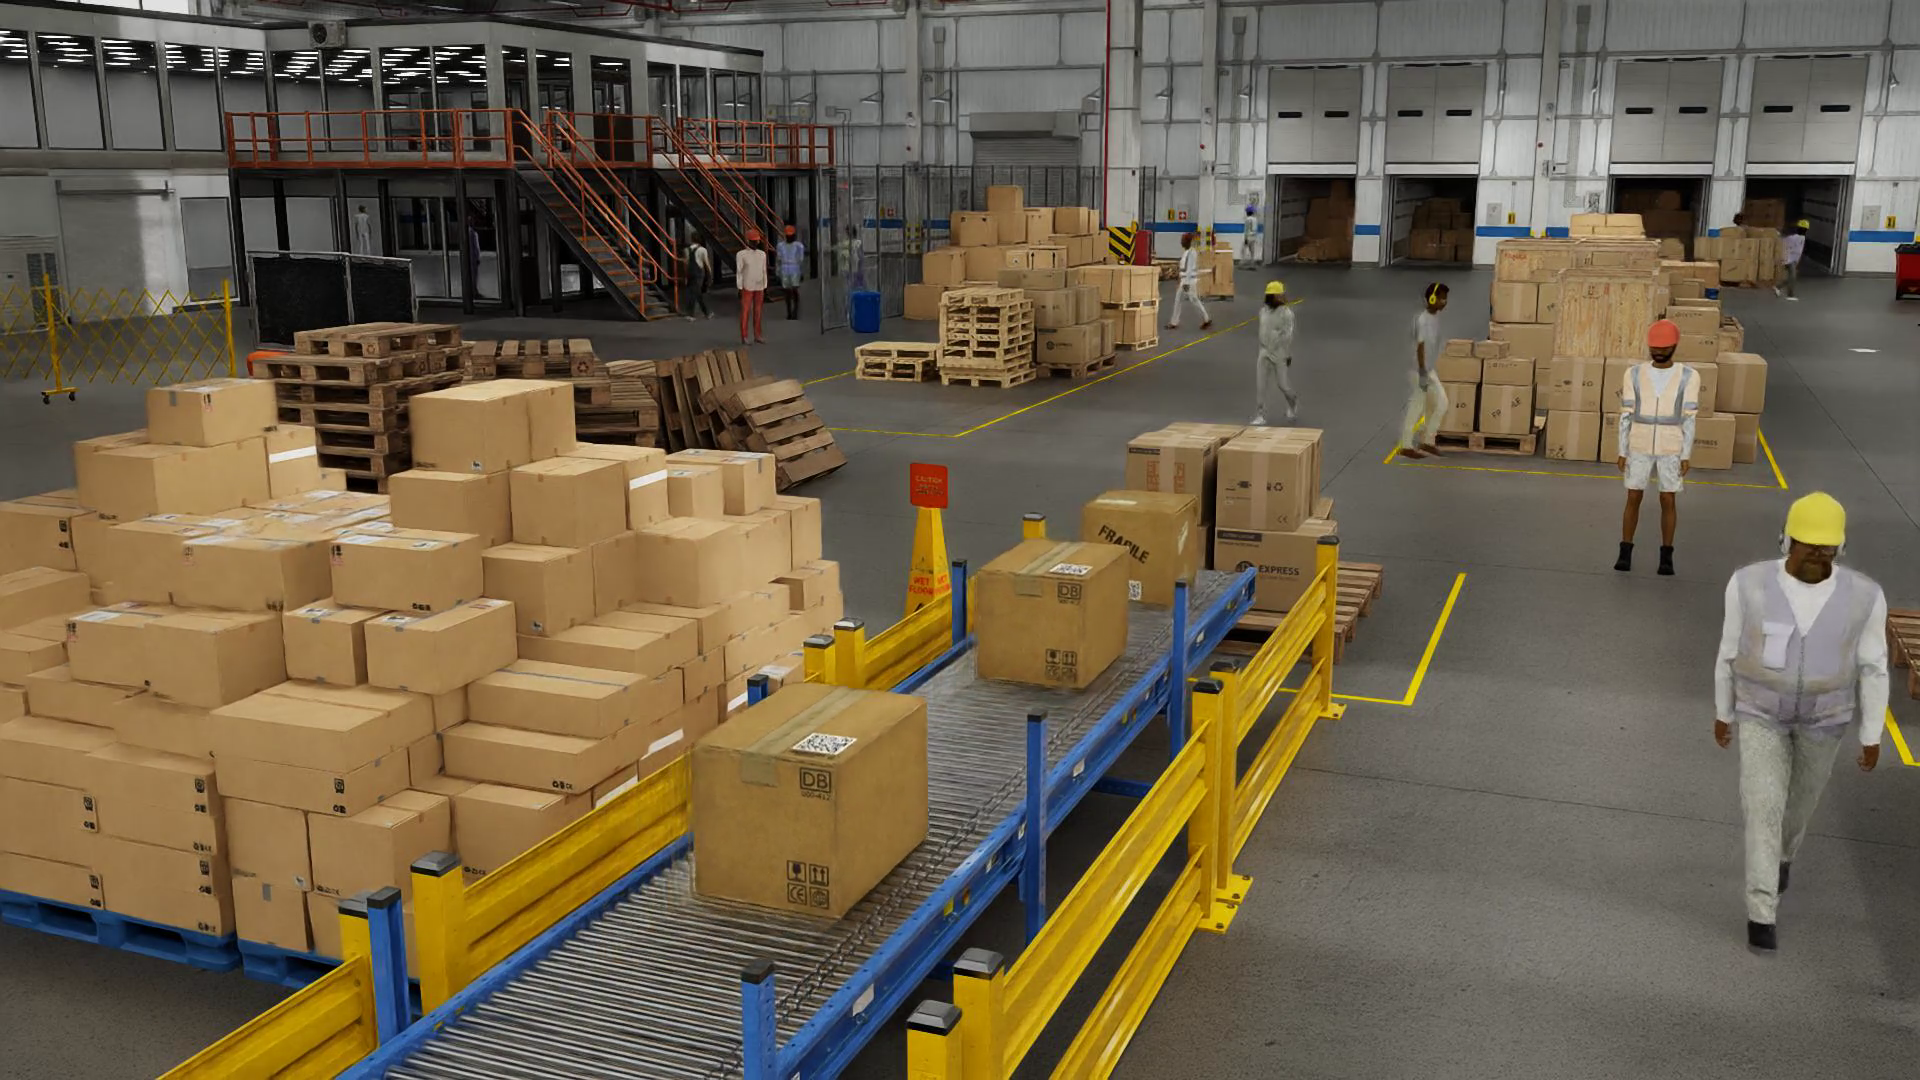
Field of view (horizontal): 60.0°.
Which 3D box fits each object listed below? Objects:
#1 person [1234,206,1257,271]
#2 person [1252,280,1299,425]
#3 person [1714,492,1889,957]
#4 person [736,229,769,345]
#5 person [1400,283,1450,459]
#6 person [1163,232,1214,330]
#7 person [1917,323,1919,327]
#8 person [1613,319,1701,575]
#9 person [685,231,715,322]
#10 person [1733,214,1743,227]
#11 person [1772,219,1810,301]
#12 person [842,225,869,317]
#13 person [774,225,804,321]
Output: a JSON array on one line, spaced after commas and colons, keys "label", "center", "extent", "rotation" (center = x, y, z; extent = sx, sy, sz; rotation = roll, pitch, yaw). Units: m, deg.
[{"label": "person", "center": [8.613, -9.060, 49.976], "extent": [0.790, 1.918, 0.656], "rotation": [11, 16, 39]}, {"label": "person", "center": [3.799, -2.253, 19.924], "extent": [0.491, 1.721, 0.741], "rotation": [11, 17, 41]}, {"label": "person", "center": [3.346, 0.670, 6.654], "extent": [0.606, 1.793, 0.922], "rotation": [5, 13, 21]}, {"label": "person", "center": [-3.583, -4.377, 28.822], "extent": [0.621, 1.992, 0.397], "rotation": [-11, 16, -40]}, {"label": "person", "center": [4.930, -1.747, 17.366], "extent": [0.651, 1.839, 0.576], "rotation": [8, 15, 33]}, {"label": "person", "center": [4.369, -4.879, 31.416], "extent": [0.931, 1.855, 0.585], "rotation": [-3, 13, -12]}, {"label": "person", "center": [18.781, -5.055, 31.760], "extent": [0.745, 2.000, 0.687], "rotation": [-7, 14, -28]}, {"label": "person", "center": [5.207, -0.691, 12.444], "extent": [0.542, 1.931, 0.381], "rotation": [7, 14, 29]}, {"label": "person", "center": [-5.243, -5.278, 33.333], "extent": [0.537, 1.793, 0.994], "rotation": [7, 14, 29]}, {"label": "person", "center": [21.135, -7.930, 45.172], "extent": [0.991, 1.835, 0.526], "rotation": [5, 14, 23]}, {"label": "person", "center": [19.333, -6.514, 38.668], "extent": [0.594, 1.891, 0.682], "rotation": [-9, 16, -36]}, {"label": "person", "center": [-2.065, -5.518, 34.203], "extent": [0.618, 1.882, 0.700], "rotation": [11, 17, 41]}, {"label": "person", "center": [-3.444, -5.363, 33.450], "extent": [0.571, 1.908, 0.773], "rotation": [2, 13, 7]}]
